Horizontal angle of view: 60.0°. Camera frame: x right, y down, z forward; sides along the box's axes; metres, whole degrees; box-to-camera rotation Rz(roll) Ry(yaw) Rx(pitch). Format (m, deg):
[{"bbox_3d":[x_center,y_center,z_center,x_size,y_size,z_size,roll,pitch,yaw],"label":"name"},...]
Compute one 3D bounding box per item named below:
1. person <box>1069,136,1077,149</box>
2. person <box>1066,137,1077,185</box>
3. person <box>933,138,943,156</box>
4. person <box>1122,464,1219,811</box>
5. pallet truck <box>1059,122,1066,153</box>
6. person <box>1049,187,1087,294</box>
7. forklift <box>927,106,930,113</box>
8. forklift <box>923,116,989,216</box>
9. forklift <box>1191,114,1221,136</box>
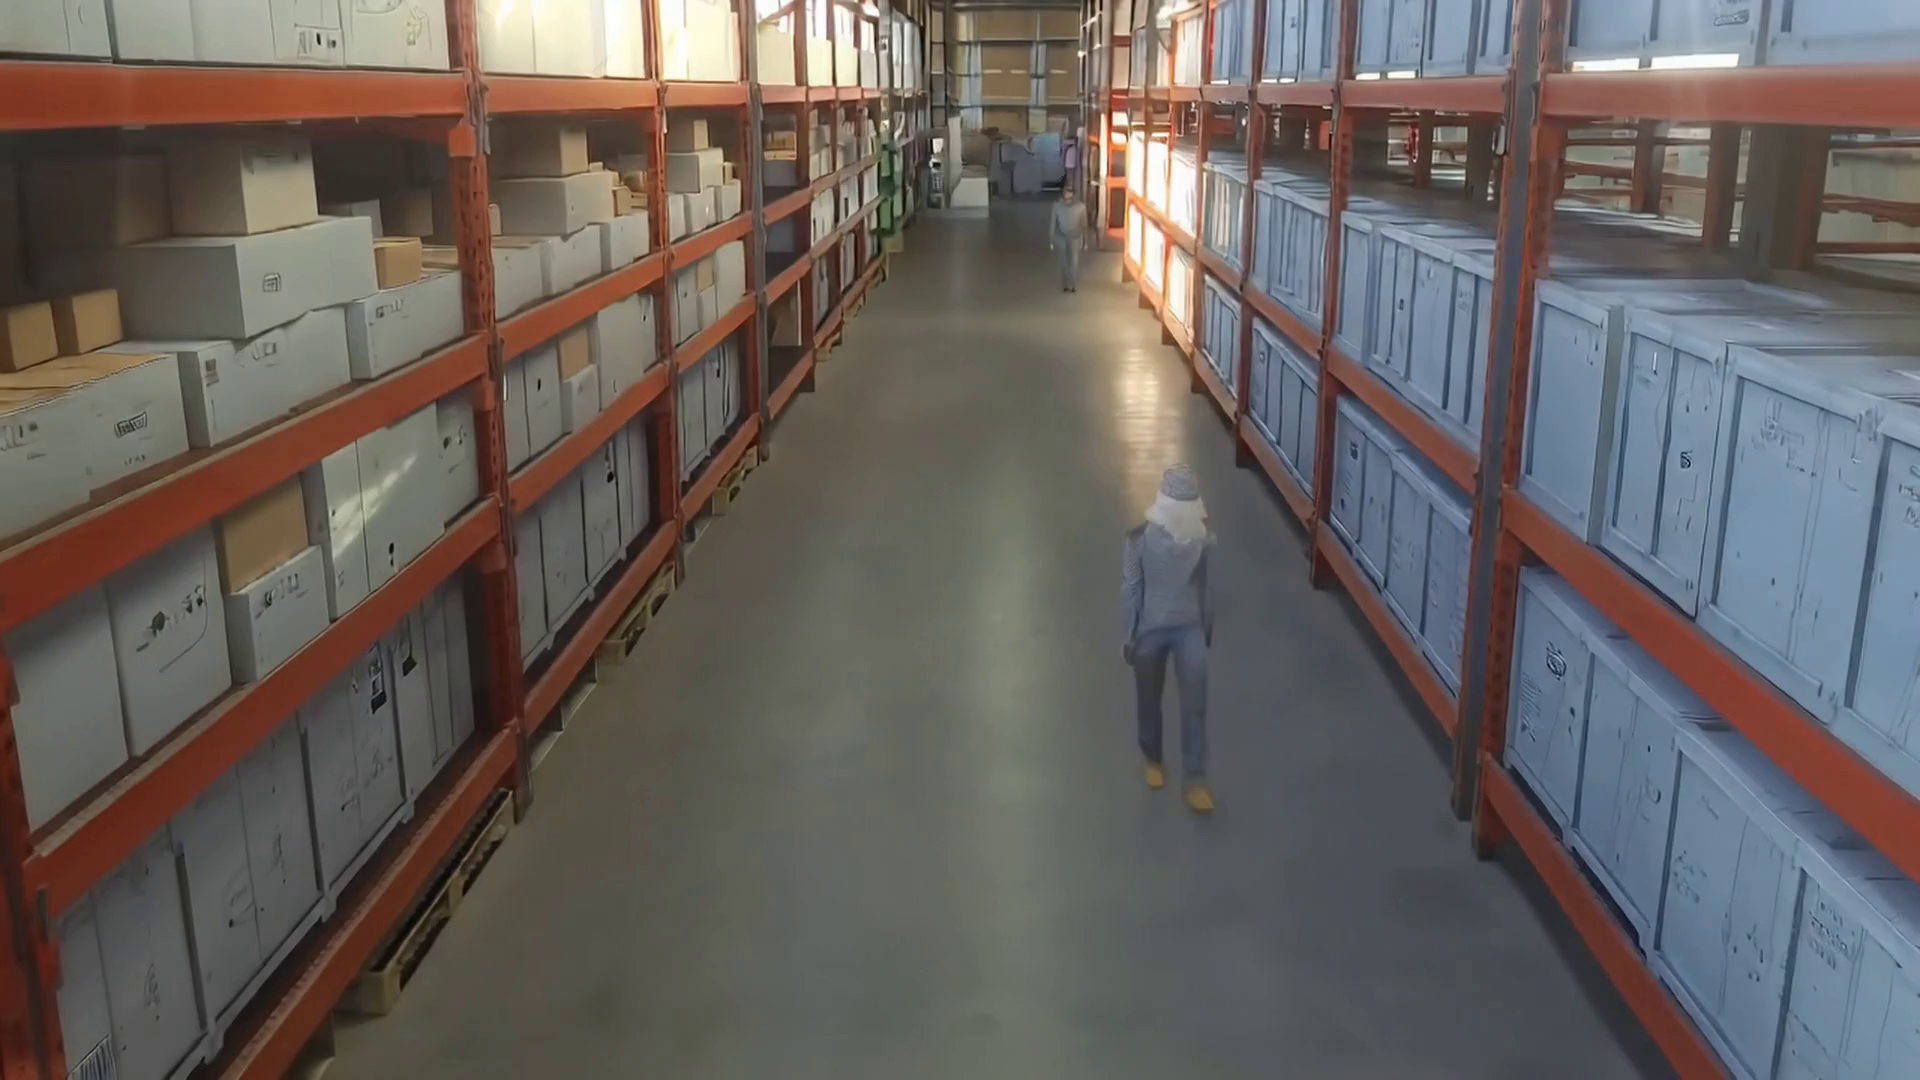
[{"bbox_3d":[4.154,-13.798,60.937,0.397,1.924,0.573,6,16,22],"label":"person"},{"bbox_3d":[3.861,-12.786,57.042,0.381,1.993,0.622,-8,17,-27],"label":"person"},{"bbox_3d":[-0.934,-15.949,68.920,0.635,1.937,0.352,4,15,14],"label":"person"},{"bbox_3d":[1.049,0.477,8.216,0.502,1.713,0.765,-1,15,-4],"label":"person"},{"bbox_3d":[5.788,-21.111,88.014,1.885,1.965,0.823,5,16,18],"label":"pallet truck"},{"bbox_3d":[1.917,-5.332,29.579,0.671,1.849,1.011,1,15,5],"label":"person"},{"bbox_3d":[-2.001,-20.667,84.687,1.129,2.768,1.873,0,15,2],"label":"forklift"},{"bbox_3d":[-0.099,-10.752,47.794,1.873,2.768,1.129,0,15,2],"label":"forklift"},{"bbox_3d":[7.952,-12.461,54.154,1.129,2.768,1.873,0,15,1],"label":"forklift"}]
